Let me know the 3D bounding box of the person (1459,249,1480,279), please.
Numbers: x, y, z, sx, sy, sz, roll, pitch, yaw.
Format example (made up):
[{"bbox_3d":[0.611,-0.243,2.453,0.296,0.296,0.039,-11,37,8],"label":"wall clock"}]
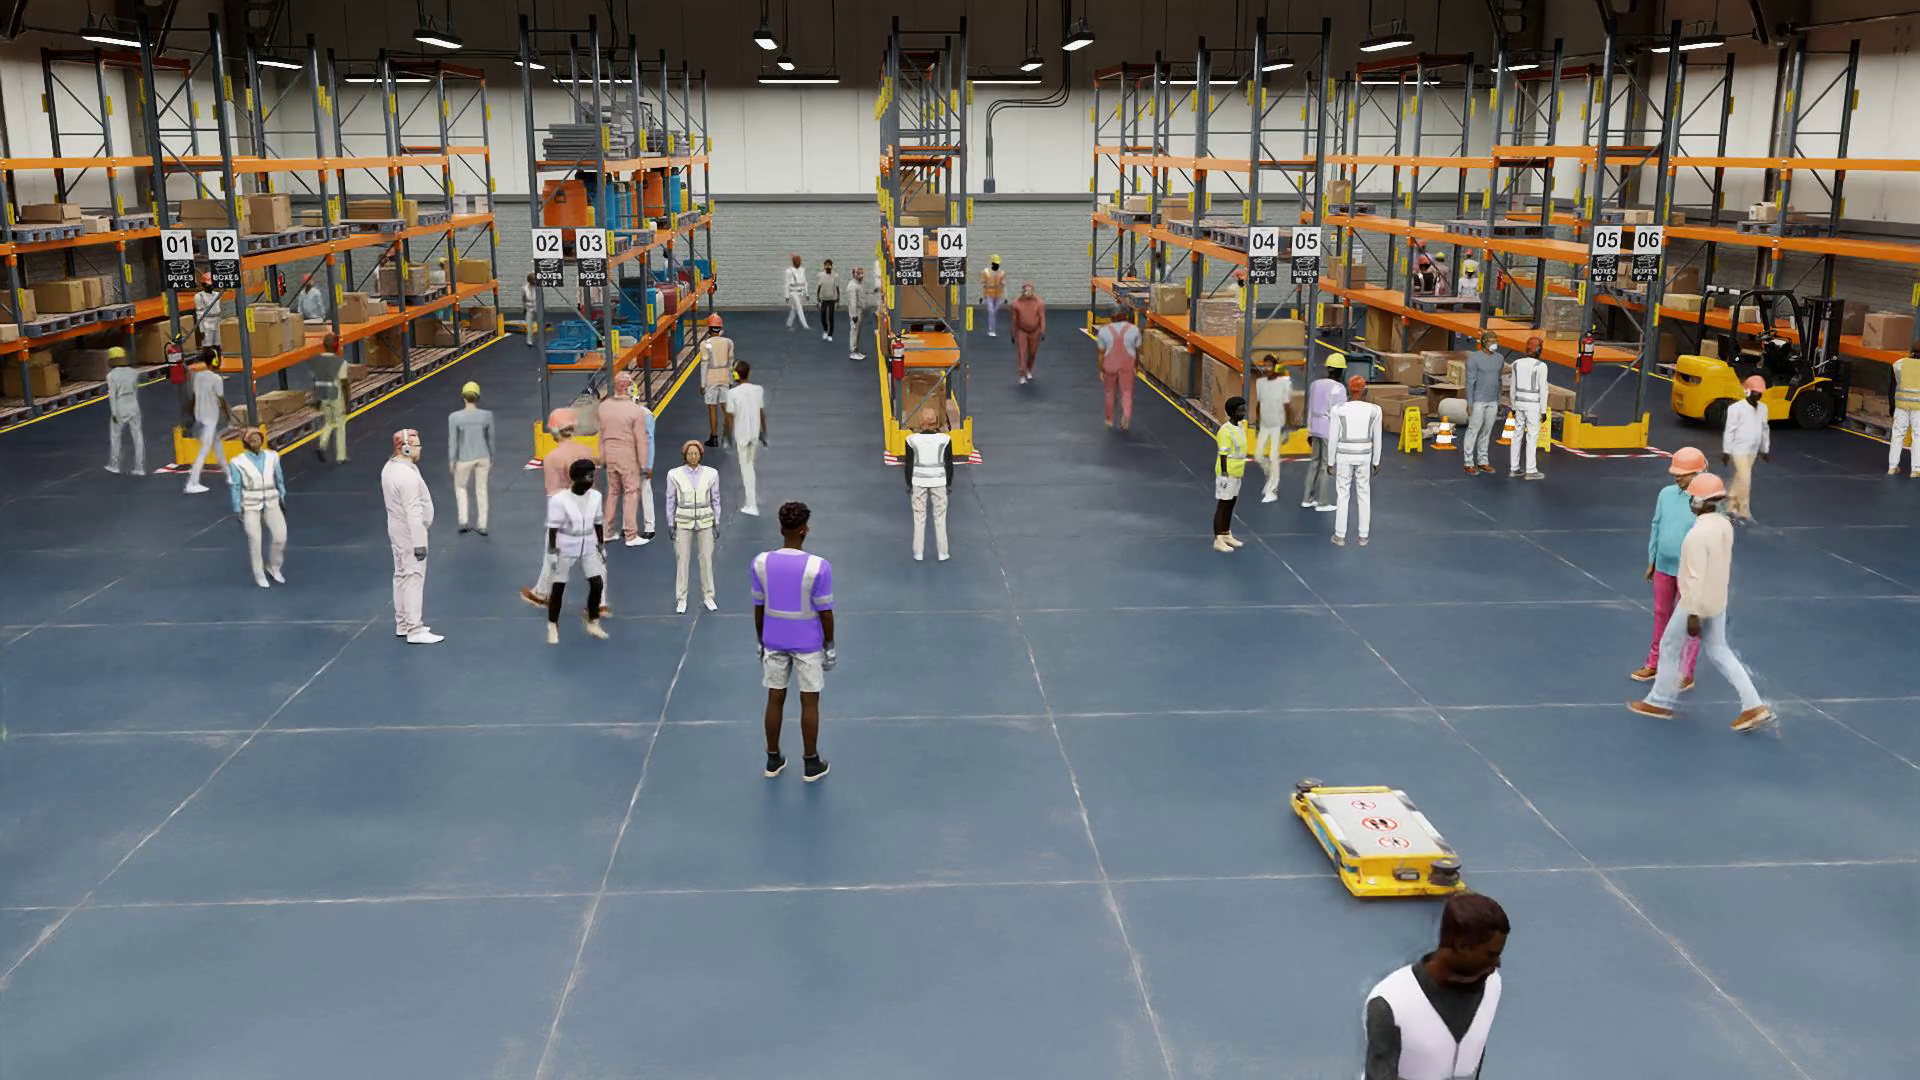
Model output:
[{"bbox_3d":[13.355,-6.778,43.720,0.567,1.697,0.938,5,14,20],"label":"person"}]

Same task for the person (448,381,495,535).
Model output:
[{"bbox_3d":[-5.537,-0.919,18.812,0.576,1.735,0.527,-9,16,-32],"label":"person"}]

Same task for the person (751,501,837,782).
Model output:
[{"bbox_3d":[-1.137,0.696,11.497,0.599,1.958,0.368,4,14,18],"label":"person"}]

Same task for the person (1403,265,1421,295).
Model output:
[{"bbox_3d":[10.207,-5.313,37.414,0.356,1.737,0.579,-4,14,-16],"label":"person"}]

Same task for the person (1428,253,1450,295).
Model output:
[{"bbox_3d":[12.028,-6.344,41.810,0.535,1.717,0.915,5,14,20],"label":"person"}]

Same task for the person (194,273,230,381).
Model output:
[{"bbox_3d":[-13.978,-3.971,31.094,0.394,2.040,0.609,4,14,18],"label":"person"}]

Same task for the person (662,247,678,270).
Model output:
[{"bbox_3d":[-7.429,-6.581,42.617,0.431,1.831,0.645,1,13,5],"label":"person"}]

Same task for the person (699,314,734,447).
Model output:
[{"bbox_3d":[-3.574,-2.335,24.380,0.553,1.935,0.361,-10,16,-35],"label":"person"}]

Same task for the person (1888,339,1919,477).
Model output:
[{"bbox_3d":[12.705,-1.760,22.151,0.429,1.841,0.634,-11,17,-38],"label":"person"}]

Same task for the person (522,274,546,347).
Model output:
[{"bbox_3d":[-9.379,-5.047,36.588,0.538,1.586,0.848,-1,13,-2],"label":"person"}]

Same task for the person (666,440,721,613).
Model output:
[{"bbox_3d":[-2.509,-0.134,15.687,0.514,1.645,0.307,-4,14,-16],"label":"person"}]

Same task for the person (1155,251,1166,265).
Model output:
[{"bbox_3d":[5.265,-6.848,44.149,0.500,1.634,0.286,11,17,39],"label":"person"}]

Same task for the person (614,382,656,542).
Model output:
[{"bbox_3d":[-3.642,-0.880,18.476,0.591,1.823,0.405,7,15,28],"label":"person"}]

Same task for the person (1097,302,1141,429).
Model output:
[{"bbox_3d":[2.458,-2.737,25.860,0.686,2.000,0.844,1,13,4],"label":"person"}]

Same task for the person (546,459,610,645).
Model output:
[{"bbox_3d":[-3.381,0.101,14.648,0.596,1.667,0.591,-12,18,-40],"label":"person"}]

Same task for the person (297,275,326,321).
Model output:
[{"bbox_3d":[-13.649,-4.692,34.839,0.592,1.704,0.899,5,14,22],"label":"person"}]

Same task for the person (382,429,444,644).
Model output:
[{"bbox_3d":[-4.846,-0.038,14.718,0.401,1.907,0.648,-9,16,-32],"label":"person"}]

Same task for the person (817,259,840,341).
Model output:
[{"bbox_3d":[-2.978,-5.423,37.625,0.548,1.859,0.385,0,13,-1],"label":"person"}]

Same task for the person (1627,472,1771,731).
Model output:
[{"bbox_3d":[5.652,0.469,12.491,0.622,1.956,0.993,-11,17,-39],"label":"person"}]

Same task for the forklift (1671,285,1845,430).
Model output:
[{"bbox_3d":[12.503,-2.886,26.166,2.313,2.155,1.214,-1,13,-3],"label":"forklift"}]

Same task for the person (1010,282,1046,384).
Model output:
[{"bbox_3d":[1.266,-3.888,31.127,0.657,1.873,0.845,-2,13,-8],"label":"person"}]

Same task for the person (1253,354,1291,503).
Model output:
[{"bbox_3d":[3.875,-1.387,20.558,0.529,1.857,0.442,11,17,40],"label":"person"}]

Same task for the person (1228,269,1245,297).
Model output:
[{"bbox_3d":[6.085,-5.000,36.093,0.583,1.734,0.386,-4,14,-18],"label":"person"}]

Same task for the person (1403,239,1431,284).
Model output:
[{"bbox_3d":[11.731,-6.724,42.798,0.792,2.011,0.623,-8,16,-31],"label":"person"}]

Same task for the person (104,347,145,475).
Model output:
[{"bbox_3d":[-11.256,-1.738,22.330,0.797,1.704,0.482,9,16,33],"label":"person"}]

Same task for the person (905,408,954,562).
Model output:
[{"bbox_3d":[-0.321,-0.576,17.567,0.520,1.638,0.309,1,13,2],"label":"person"}]

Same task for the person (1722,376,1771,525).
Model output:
[{"bbox_3d":[9.210,-1.033,19.292,0.590,1.727,0.706,-6,15,-24],"label":"person"}]

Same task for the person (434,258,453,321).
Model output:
[{"bbox_3d":[-12.341,-5.870,39.781,0.543,1.739,0.579,2,13,8],"label":"person"}]

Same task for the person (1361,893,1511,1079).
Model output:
[{"bbox_3d":[1.586,2.114,5.683,0.728,1.867,0.862,-6,15,-24],"label":"person"}]

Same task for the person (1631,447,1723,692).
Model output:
[{"bbox_3d":[5.801,0.224,13.423,0.383,1.992,0.609,-7,15,-28],"label":"person"}]

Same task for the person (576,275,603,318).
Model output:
[{"bbox_3d":[-8.088,-5.198,36.387,0.612,1.995,0.382,1,13,2],"label":"person"}]

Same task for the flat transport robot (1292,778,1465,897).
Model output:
[{"bbox_3d":[2.570,1.821,10.342,0.652,0.197,1.431,-1,13,-4],"label":"flat transport robot"}]

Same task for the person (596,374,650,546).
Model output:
[{"bbox_3d":[-3.679,-0.883,18.330,0.652,1.896,0.396,8,15,30],"label":"person"}]

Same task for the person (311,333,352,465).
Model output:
[{"bbox_3d":[-8.645,-1.931,22.892,0.596,1.828,0.460,4,14,15],"label":"person"}]

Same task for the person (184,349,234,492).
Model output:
[{"bbox_3d":[-9.643,-1.550,21.367,0.560,1.800,1.002,8,16,31],"label":"person"}]

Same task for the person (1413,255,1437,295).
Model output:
[{"bbox_3d":[9.972,-5.106,35.895,0.608,2.044,0.377,-7,15,-29],"label":"person"}]

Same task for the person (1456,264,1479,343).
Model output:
[{"bbox_3d":[11.406,-5.311,37.354,0.534,1.767,0.318,-1,13,-3],"label":"person"}]

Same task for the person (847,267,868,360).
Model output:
[{"bbox_3d":[-2.114,-4.700,34.467,0.401,1.906,0.651,1,13,5],"label":"person"}]

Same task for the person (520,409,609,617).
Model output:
[{"bbox_3d":[-3.714,-0.266,15.594,0.986,1.941,0.610,10,17,37],"label":"person"}]

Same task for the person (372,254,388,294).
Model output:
[{"bbox_3d":[-13.839,-5.962,40.027,0.571,1.818,0.595,2,13,10],"label":"person"}]

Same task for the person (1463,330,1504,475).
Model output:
[{"bbox_3d":[7.025,-1.843,22.295,0.631,1.940,0.372,-7,15,-27],"label":"person"}]

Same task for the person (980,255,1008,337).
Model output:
[{"bbox_3d":[0.811,-5.636,38.437,0.609,1.893,0.778,-5,14,-21],"label":"person"}]

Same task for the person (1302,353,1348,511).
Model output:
[{"bbox_3d":[4.444,-1.296,20.064,0.438,1.908,0.592,-9,16,-34],"label":"person"}]

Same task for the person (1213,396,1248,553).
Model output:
[{"bbox_3d":[2.946,-0.722,18.063,0.319,1.695,0.539,8,15,30],"label":"person"}]

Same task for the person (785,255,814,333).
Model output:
[{"bbox_3d":[-3.858,-5.834,39.441,0.970,1.835,0.591,10,17,37],"label":"person"}]

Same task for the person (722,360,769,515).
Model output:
[{"bbox_3d":[-2.591,-1.233,19.917,0.548,1.841,0.649,-10,17,-37],"label":"person"}]

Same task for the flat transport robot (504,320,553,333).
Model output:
[{"bbox_3d":[-10.460,-5.102,39.671,1.431,0.197,0.652,8,15,30],"label":"flat transport robot"}]

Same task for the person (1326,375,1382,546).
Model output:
[{"bbox_3d":[4.327,-0.870,18.289,0.585,1.881,0.337,0,13,1],"label":"person"}]

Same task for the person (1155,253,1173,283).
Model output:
[{"bbox_3d":[4.795,-5.978,39.974,0.641,1.863,0.914,-7,15,-28],"label":"person"}]

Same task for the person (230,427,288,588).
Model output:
[{"bbox_3d":[-6.932,-0.316,16.492,0.401,1.621,0.548,13,18,43],"label":"person"}]

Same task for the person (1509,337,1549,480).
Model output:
[{"bbox_3d":[7.527,-1.745,21.991,0.356,1.886,0.574,-8,16,-31],"label":"person"}]
